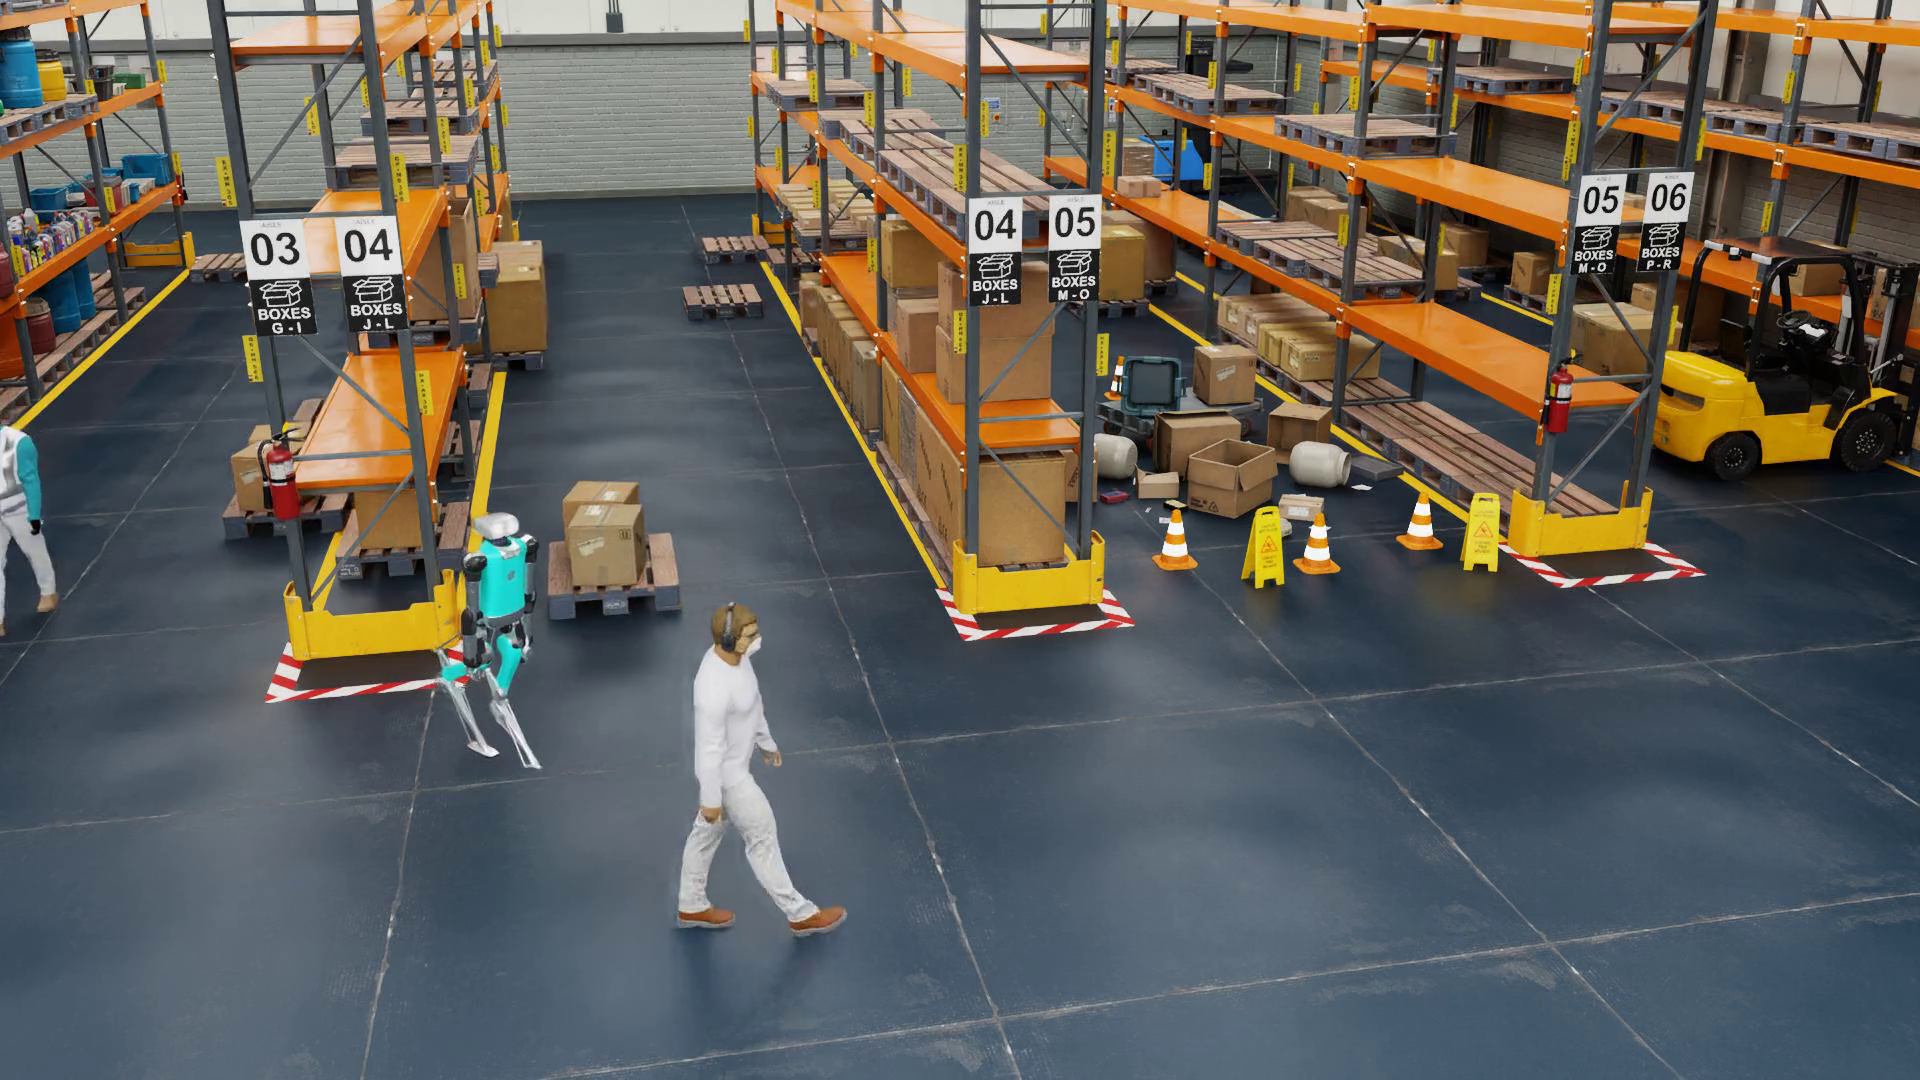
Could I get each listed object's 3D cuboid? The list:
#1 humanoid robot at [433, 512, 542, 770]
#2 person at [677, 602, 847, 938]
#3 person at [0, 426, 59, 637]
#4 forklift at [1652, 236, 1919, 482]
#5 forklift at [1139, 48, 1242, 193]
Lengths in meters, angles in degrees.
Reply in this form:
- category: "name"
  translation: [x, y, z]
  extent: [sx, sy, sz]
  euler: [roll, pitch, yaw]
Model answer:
- category: "humanoid robot"
  translation: [-2.982, 0.644, 10.400]
  extent: [0.891, 1.776, 0.543]
  euler: [14, 25, 33]
- category: "person"
  translation: [-1.071, 1.199, 8.633]
  extent: [0.979, 1.892, 0.645]
  euler: [-1, 20, -2]
- category: "person"
  translation: [-7.217, -0.195, 12.540]
  extent: [0.634, 1.795, 0.953]
  euler: [-2, 20, -5]
- category: "forklift"
  translation: [8.013, -1.814, 16.330]
  extent: [2.313, 2.155, 1.214]
  euler: [-4, 21, -12]
- category: "forklift"
  translation: [4.566, -8.313, 32.860]
  extent: [1.873, 2.768, 1.129]
  euler: [-4, 21, -12]
